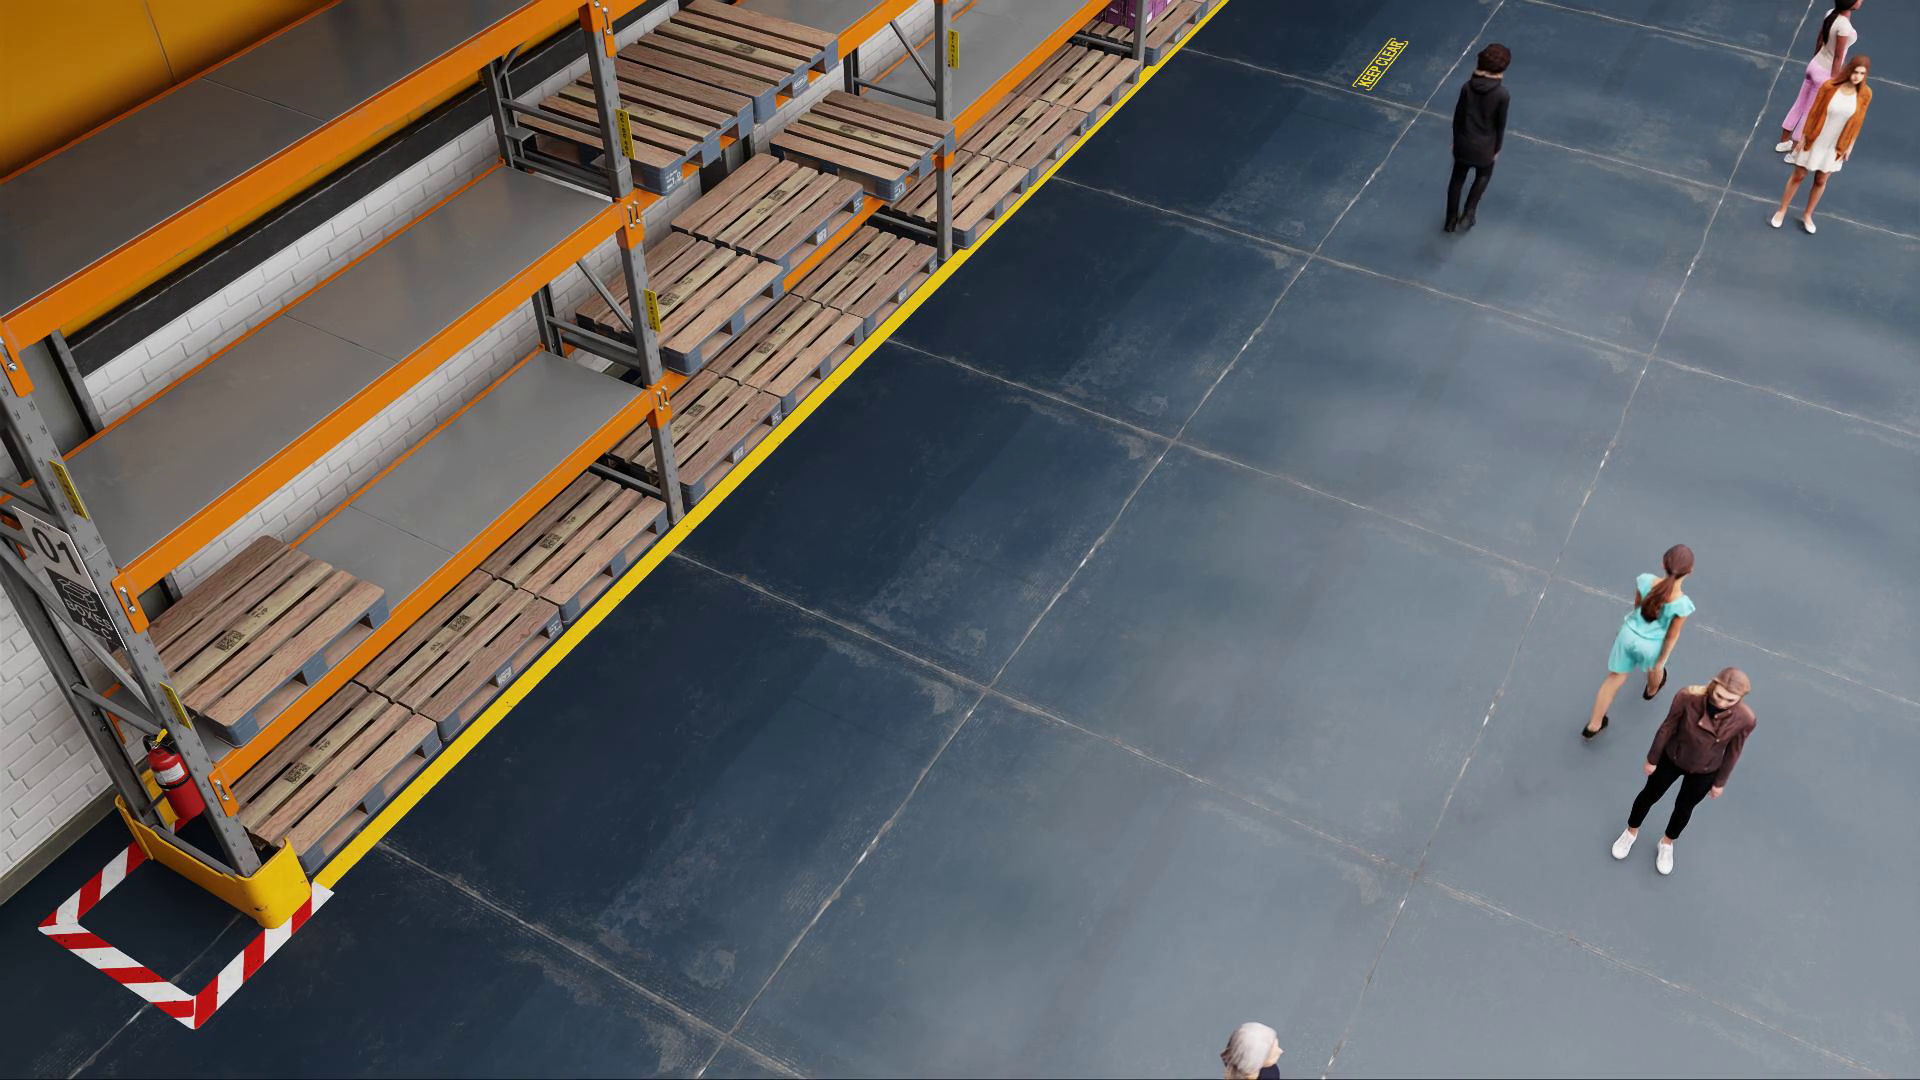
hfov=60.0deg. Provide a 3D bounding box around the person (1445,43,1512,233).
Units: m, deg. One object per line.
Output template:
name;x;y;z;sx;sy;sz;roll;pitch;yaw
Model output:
person;4.532;-3.478;14.682;0.643;1.762;0.571;25;49;24

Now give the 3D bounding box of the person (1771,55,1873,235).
person;7.692;-3.552;14.792;0.634;1.717;0.605;15;46;15

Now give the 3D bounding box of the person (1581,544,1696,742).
person;4.262;0.683;10.499;1.096;1.507;0.718;-34;53;-30

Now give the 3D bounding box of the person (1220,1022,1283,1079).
person;1.352;2.843;8.058;0.749;1.747;0.646;2;44;2

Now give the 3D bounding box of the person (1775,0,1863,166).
person;8.107;-4.391;15.656;0.717;1.740;0.609;0;44;0

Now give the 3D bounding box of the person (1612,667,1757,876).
person;4.249;1.305;9.702;0.610;1.706;0.508;19;47;19
